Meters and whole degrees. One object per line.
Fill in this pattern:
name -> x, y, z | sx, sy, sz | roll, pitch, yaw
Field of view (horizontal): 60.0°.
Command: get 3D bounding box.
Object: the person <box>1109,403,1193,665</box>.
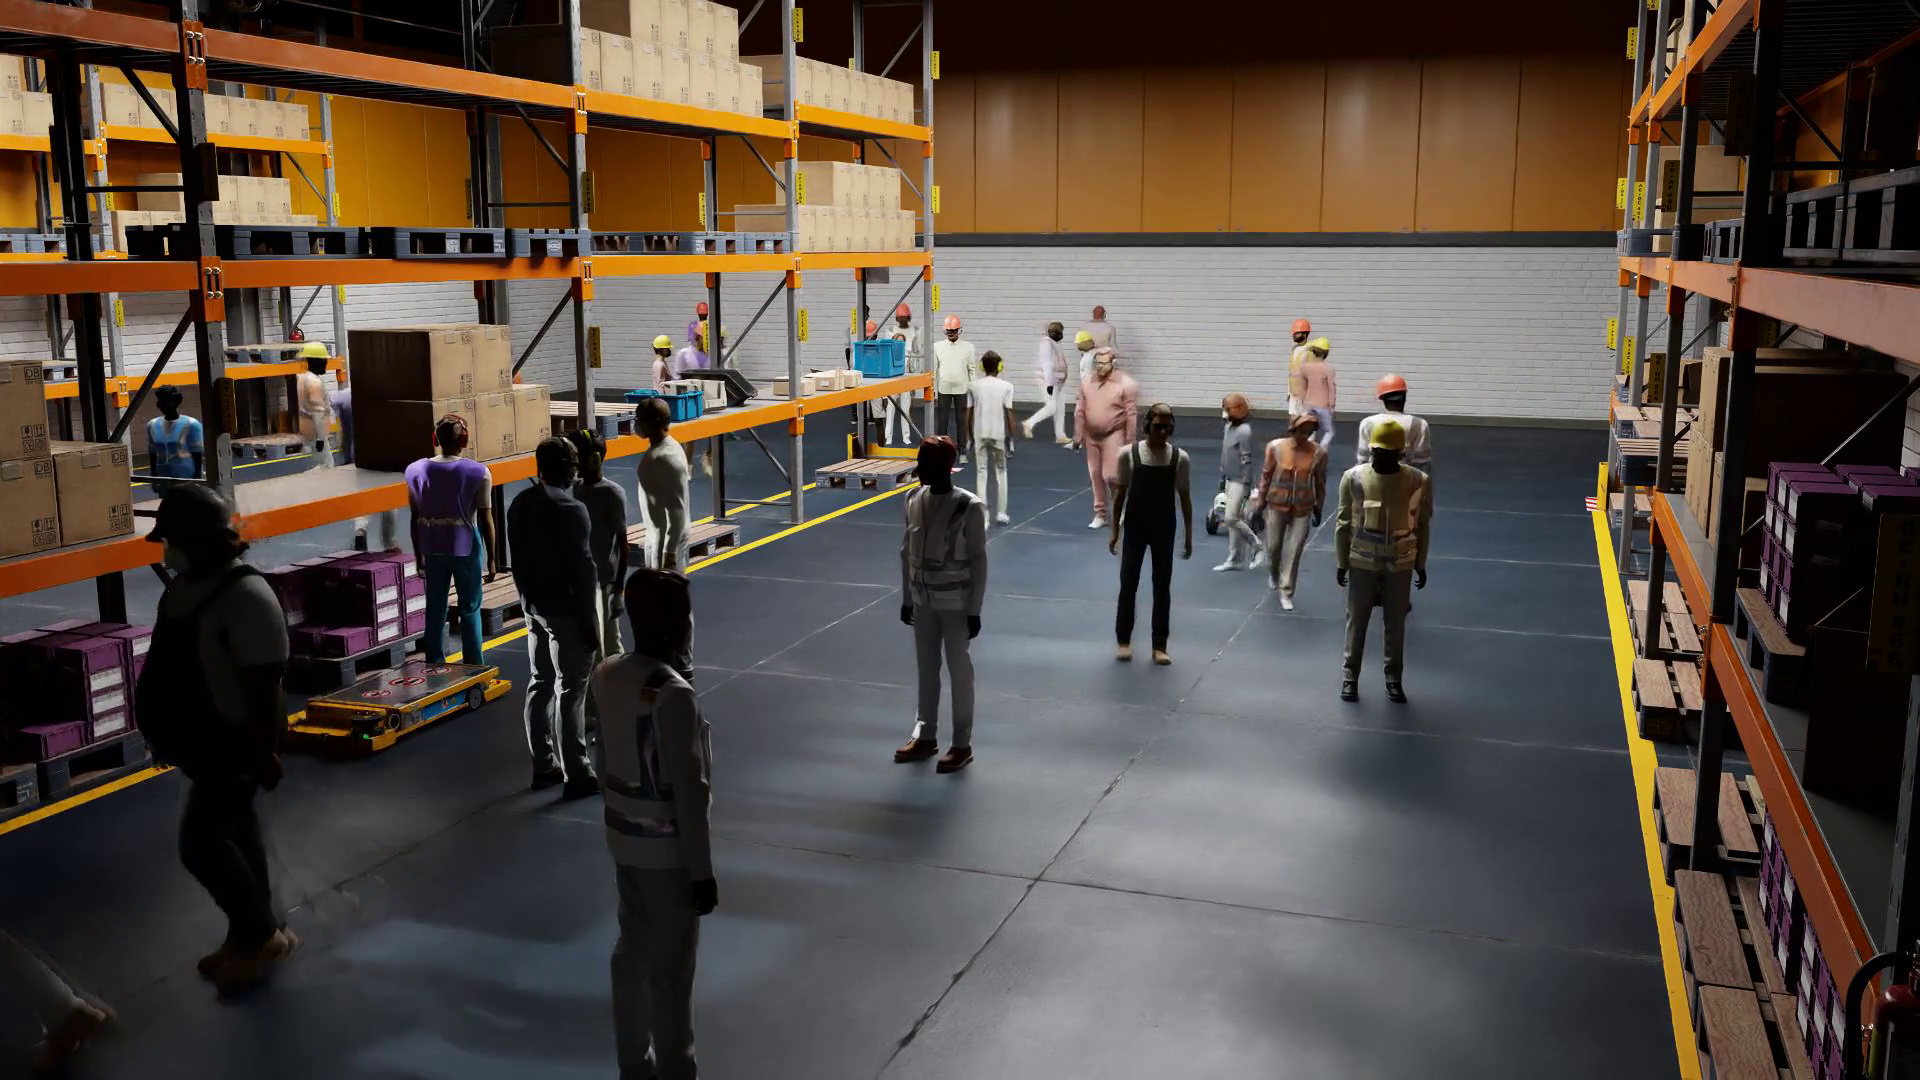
person -> 1.337, -0.044, 11.643 | 0.571, 1.834, 0.396 | 0, 10, -1

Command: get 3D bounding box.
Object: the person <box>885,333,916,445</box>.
person -> -0.905, -2.216, 24.427 | 0.523, 1.640, 0.306 | -2, 10, -12

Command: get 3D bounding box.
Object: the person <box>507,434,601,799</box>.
person -> -2.129, 0.405, 8.843 | 0.628, 1.935, 0.373 | 8, 13, 39

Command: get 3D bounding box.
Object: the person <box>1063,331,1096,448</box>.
person -> 1.761, -2.117, 23.691 | 0.692, 1.708, 0.494 | -1, 10, -5

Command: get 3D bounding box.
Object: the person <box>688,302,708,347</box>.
person -> -4.506, -3.216, 29.229 | 0.543, 1.935, 0.366 | -1, 10, -5

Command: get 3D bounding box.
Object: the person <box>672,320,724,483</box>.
person -> -3.229, -1.695, 20.479 | 0.747, 2.000, 0.551 | -4, 11, -21

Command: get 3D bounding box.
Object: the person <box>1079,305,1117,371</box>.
person -> 2.352, -3.022, 28.216 | 0.652, 1.905, 0.402 | 3, 11, 18

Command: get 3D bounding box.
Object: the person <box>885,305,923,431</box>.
person -> -0.902, -2.767, 26.595 | 0.620, 1.992, 1.068 | 1, 10, 5

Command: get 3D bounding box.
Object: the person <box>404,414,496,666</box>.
person -> -3.292, 0.108, 10.789 | 0.561, 1.836, 0.378 | 0, 10, 2

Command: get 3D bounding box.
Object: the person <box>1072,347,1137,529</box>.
person -> 1.477, -1.042, 17.125 | 0.636, 1.887, 0.419 | 7, 12, 35

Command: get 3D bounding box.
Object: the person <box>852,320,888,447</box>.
person -> -1.189, -1.945, 22.069 | 0.544, 1.936, 0.359 | 3, 11, 17

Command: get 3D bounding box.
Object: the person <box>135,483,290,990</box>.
person -> -2.952, 0.756, 6.564 | 0.539, 2.000, 0.688 | -9, 13, -41

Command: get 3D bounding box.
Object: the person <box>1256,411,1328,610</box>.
person -> 2.676, -0.266, 13.510 | 0.566, 1.610, 0.553 | 1, 10, 6

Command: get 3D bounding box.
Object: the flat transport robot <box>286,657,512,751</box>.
flat transport robot -> -3.448, 0.985, 10.253 | 0.652, 0.197, 1.431 | 3, 11, 18

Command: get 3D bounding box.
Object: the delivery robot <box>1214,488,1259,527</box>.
delivery robot -> 2.838, -0.386, 16.915 | 0.477, 0.478, 0.707 | 5, 11, 24

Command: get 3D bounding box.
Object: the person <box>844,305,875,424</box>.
person -> -1.594, -2.869, 27.183 | 0.600, 1.967, 0.368 | 5, 11, 28

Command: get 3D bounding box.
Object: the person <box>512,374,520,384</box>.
person -> -5.800, -1.607, 20.960 | 0.542, 1.649, 0.896 | 1, 10, 7

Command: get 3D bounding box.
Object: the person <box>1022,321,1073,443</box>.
person -> 1.313, -2.314, 24.486 | 0.666, 1.815, 0.636 | 4, 11, 22

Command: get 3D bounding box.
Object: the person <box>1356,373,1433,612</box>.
person -> 3.458, -0.365, 13.253 | 0.643, 1.904, 0.488 | 4, 11, 20

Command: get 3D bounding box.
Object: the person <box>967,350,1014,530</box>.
person -> 0.320, -1.046, 17.309 | 0.510, 1.830, 0.777 | 1, 10, 6

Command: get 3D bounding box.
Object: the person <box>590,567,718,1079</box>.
person -> -0.989, 1.020, 5.511 | 0.354, 1.885, 0.573 | -9, 13, -40

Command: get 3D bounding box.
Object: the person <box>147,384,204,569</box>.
person -> -7.043, -0.562, 14.979 | 0.531, 1.688, 0.324 | 1, 10, 7

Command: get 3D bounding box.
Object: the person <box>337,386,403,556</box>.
person -> -5.417, -0.751, 15.382 | 0.650, 1.922, 0.551 | 0, 10, 1

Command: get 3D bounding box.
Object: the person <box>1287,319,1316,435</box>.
person -> 4.574, -2.007, 22.414 | 0.361, 1.938, 0.545 | -4, 11, -22

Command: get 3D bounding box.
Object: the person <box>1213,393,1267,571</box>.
person -> 2.487, -0.505, 14.858 | 0.383, 1.624, 0.514 | -2, 10, -9

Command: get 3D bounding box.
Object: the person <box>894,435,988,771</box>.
person -> -0.106, 0.348, 9.307 | 0.576, 1.883, 0.362 | 9, 13, 40

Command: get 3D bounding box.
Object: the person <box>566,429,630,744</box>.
person -> -2.150, 0.271, 9.798 | 0.517, 1.865, 0.327 | 9, 14, 42

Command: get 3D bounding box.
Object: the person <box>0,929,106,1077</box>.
person -> -3.416, 1.052, 5.561 | 0.886, 1.806, 0.633 | -6, 12, -30

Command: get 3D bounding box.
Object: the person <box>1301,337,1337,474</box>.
person -> 4.577, -1.702, 21.193 | 0.545, 1.750, 0.371 | 10, 14, 44

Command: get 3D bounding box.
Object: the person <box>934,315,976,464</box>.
person -> -0.097, -2.007, 22.249 | 0.622, 1.992, 0.395 | 0, 10, 1

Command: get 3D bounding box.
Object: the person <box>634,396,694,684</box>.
person -> -1.966, 0.011, 11.054 | 0.366, 1.936, 0.630 | -4, 11, -20

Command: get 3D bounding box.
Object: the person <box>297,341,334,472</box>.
person -> -6.936, -1.174, 17.812 | 0.673, 1.906, 0.593 | -5, 11, -28

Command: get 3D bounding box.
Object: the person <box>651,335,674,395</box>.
person -> -3.826, -1.751, 21.455 | 0.312, 1.769, 0.522 | -2, 10, -13

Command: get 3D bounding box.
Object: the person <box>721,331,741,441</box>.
person -> -3.526, -2.285, 24.565 | 0.573, 1.727, 0.613 | -3, 10, -15

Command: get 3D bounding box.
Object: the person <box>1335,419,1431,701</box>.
person -> 2.707, 0.134, 10.666 | 0.593, 1.826, 0.403 | 1, 10, 8
